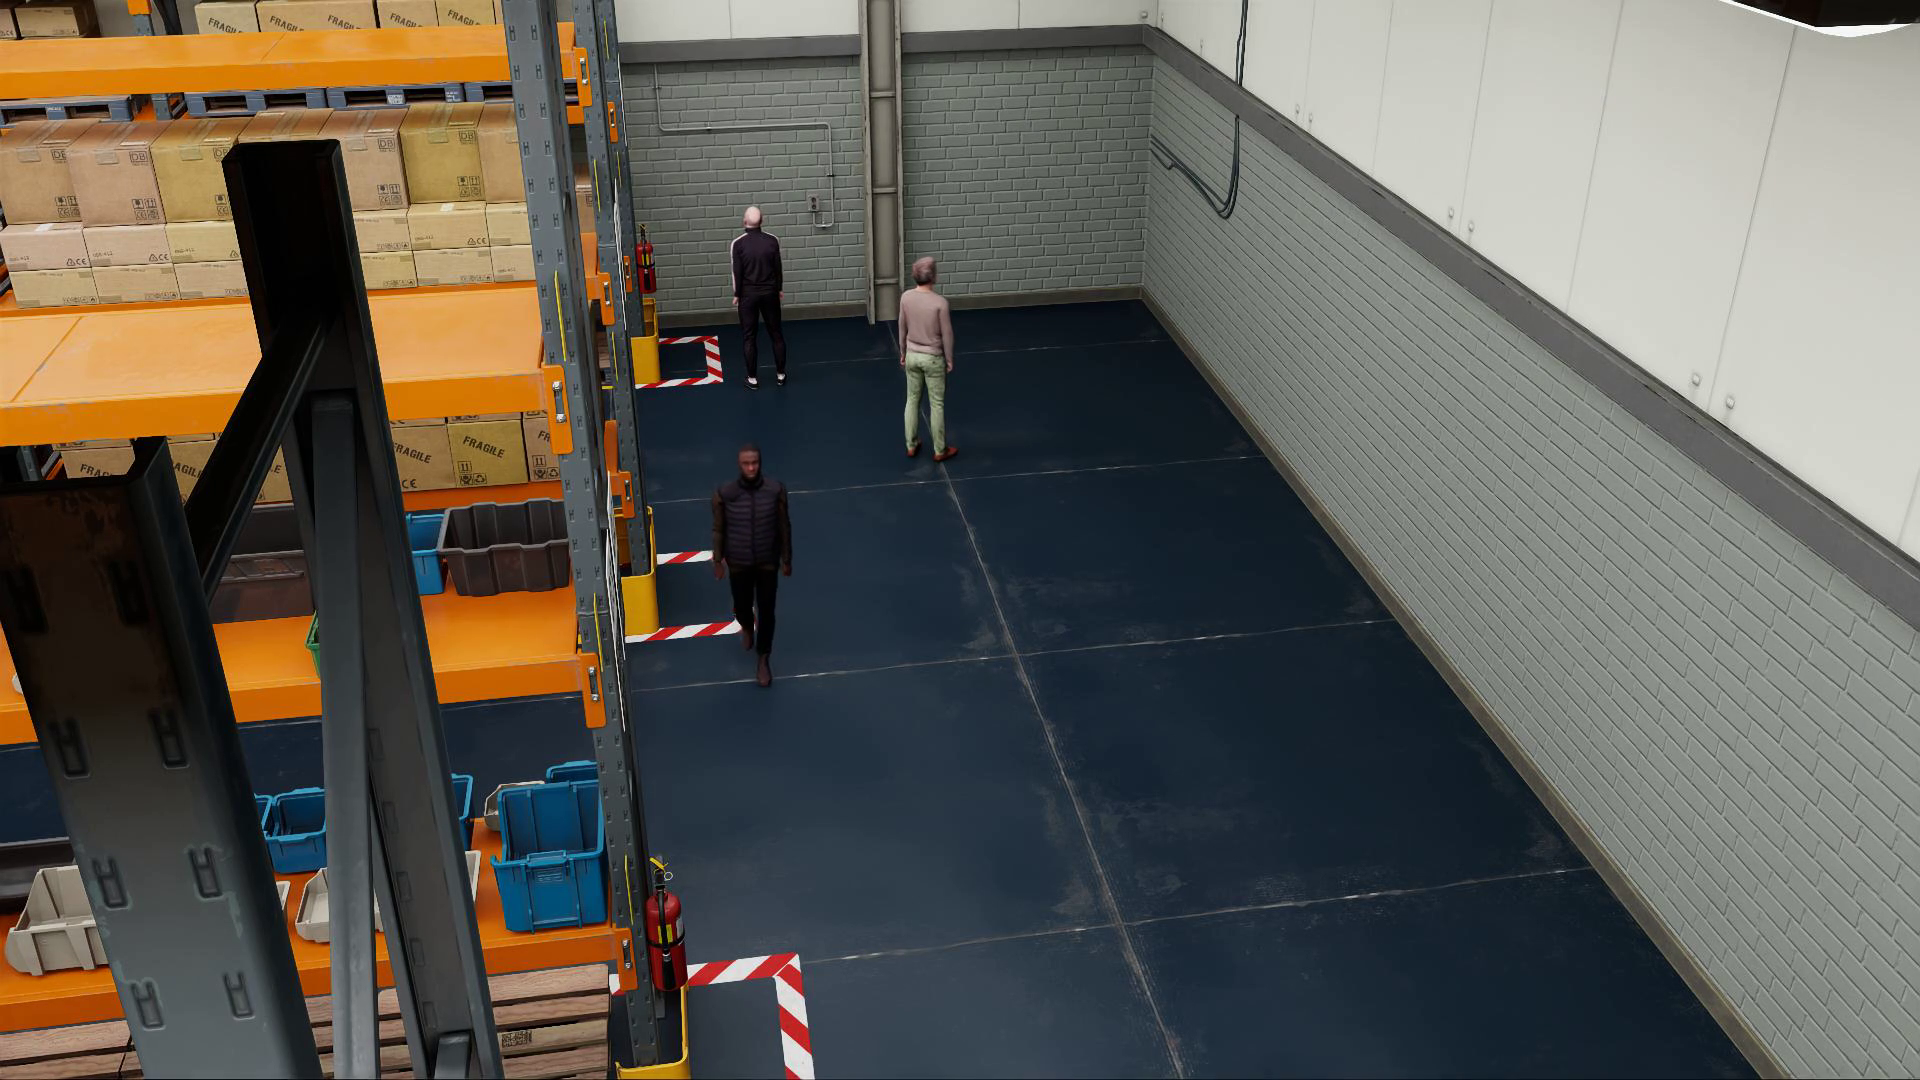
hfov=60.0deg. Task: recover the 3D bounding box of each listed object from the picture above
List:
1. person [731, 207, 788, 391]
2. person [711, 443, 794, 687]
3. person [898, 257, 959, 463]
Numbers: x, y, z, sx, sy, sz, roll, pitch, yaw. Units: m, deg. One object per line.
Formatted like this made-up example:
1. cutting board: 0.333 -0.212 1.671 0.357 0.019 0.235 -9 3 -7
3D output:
1. person: -1.982 -2.390 16.429 0.579 1.837 0.776 -10 30 -18
2. person: -1.458 0.122 11.723 0.773 1.826 0.772 -5 28 -10
3. person: -0.310 -1.616 14.942 0.724 1.869 0.832 12 30 21
